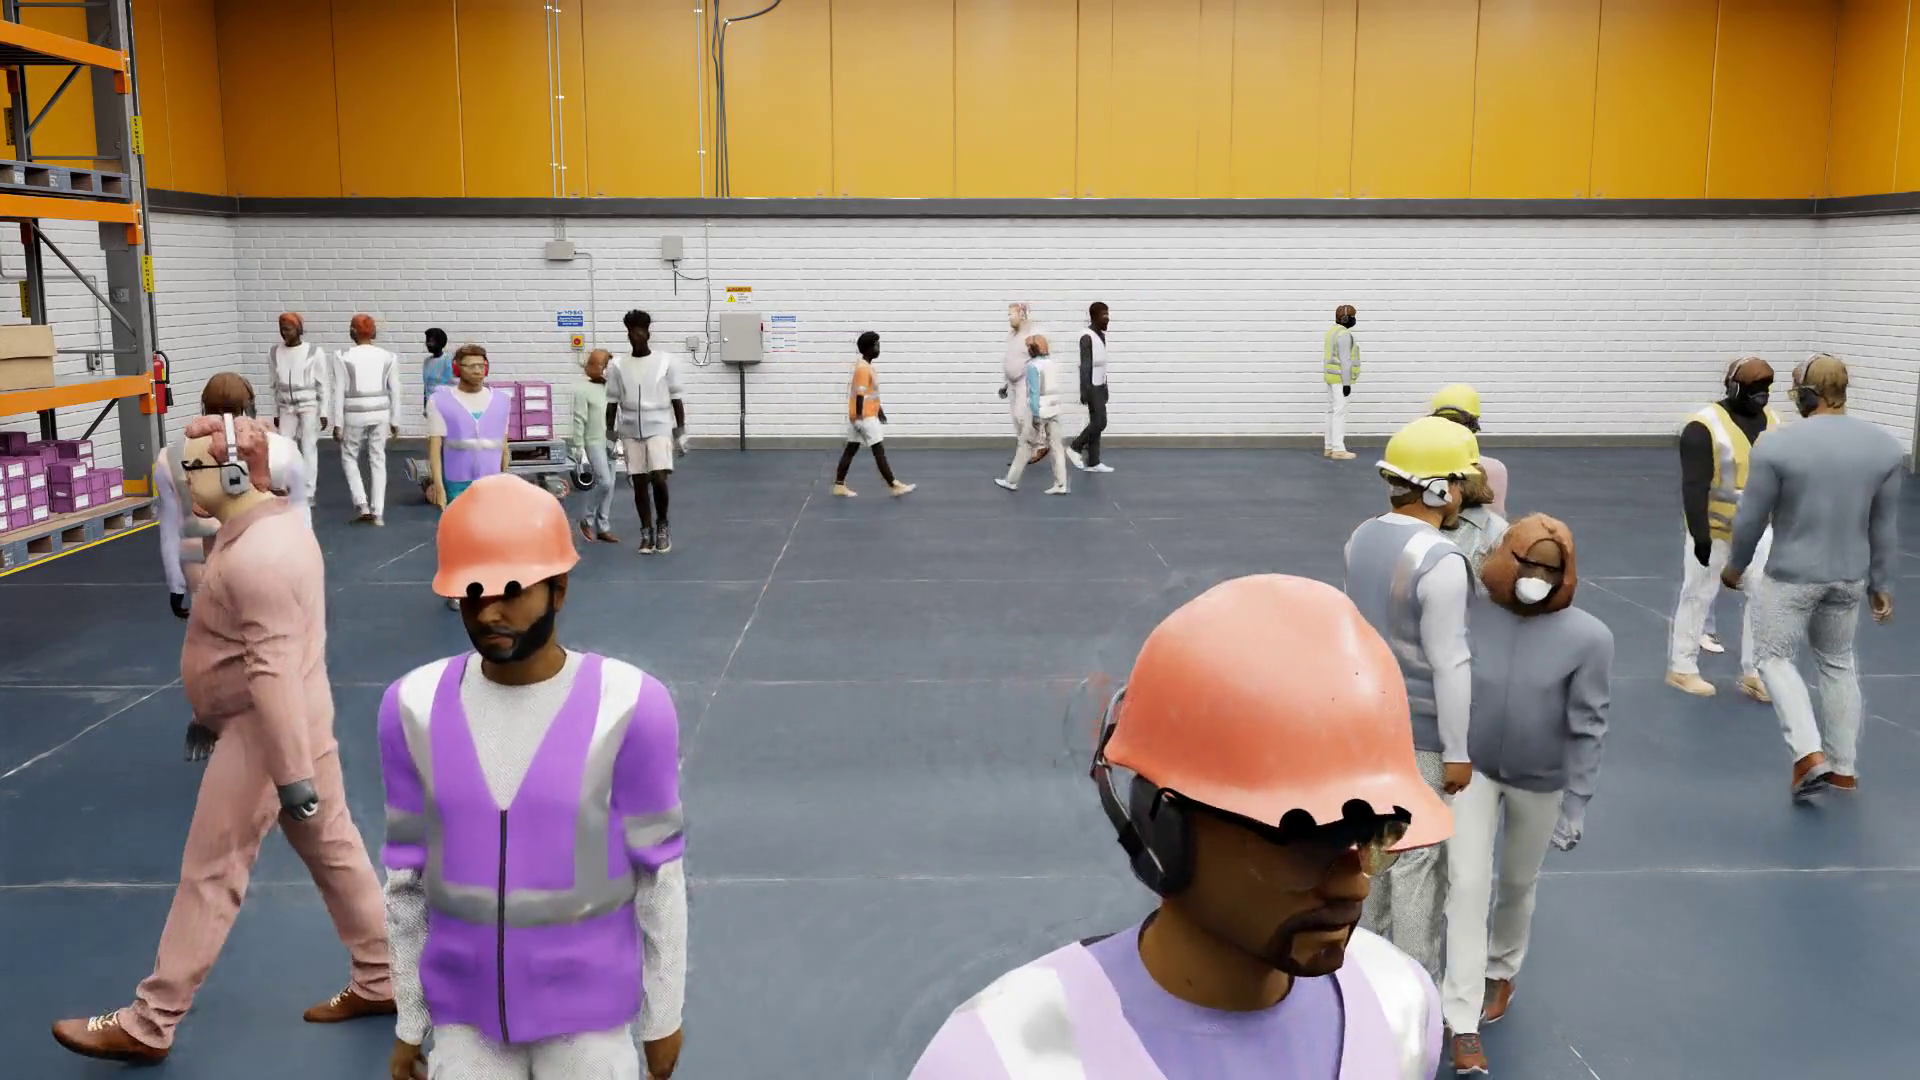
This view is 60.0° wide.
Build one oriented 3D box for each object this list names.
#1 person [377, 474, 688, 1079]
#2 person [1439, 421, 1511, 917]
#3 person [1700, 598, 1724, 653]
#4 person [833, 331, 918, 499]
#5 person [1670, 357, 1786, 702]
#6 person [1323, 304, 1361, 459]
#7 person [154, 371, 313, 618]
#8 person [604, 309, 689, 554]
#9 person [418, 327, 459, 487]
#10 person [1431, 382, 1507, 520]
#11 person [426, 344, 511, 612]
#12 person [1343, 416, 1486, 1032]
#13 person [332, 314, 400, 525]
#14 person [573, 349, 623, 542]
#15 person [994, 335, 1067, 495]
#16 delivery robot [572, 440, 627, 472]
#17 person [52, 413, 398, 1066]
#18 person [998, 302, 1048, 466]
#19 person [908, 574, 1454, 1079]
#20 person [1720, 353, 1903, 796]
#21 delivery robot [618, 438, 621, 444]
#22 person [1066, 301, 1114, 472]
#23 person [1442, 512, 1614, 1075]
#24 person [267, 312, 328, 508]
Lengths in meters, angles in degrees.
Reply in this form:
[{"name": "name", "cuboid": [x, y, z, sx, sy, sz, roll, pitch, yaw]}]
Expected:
[{"name": "person", "cuboid": [-0.766, 0.813, 3.108, 0.548, 1.921, 0.609, 1, 9, 5]}, {"name": "person", "cuboid": [1.686, 0.453, 5.845, 0.493, 1.743, 0.295, 8, 12, 40]}, {"name": "person", "cuboid": [4.541, -0.155, 9.631, 0.516, 1.731, 0.712, -1, 9, -5]}, {"name": "person", "cuboid": [-0.861, -1.214, 16.345, 0.874, 1.649, 0.552, -1, 9, -3]}, {"name": "person", "cuboid": [4.065, -0.041, 8.670, 0.690, 1.813, 0.727, -3, 10, -17]}, {"name": "person", "cuboid": [4.580, -1.892, 19.949, 0.429, 1.839, 0.637, 0, 9, -2]}, {"name": "person", "cuboid": [-3.179, 0.173, 7.332, 0.631, 1.827, 0.631, -3, 10, -17]}, {"name": "person", "cuboid": [-2.494, -0.842, 13.141, 0.650, 1.949, 0.478, 1, 9, 5]}, {"name": "person", "cuboid": [-5.419, -1.421, 17.584, 0.539, 1.671, 0.798, 8, 12, 40]}, {"name": "person", "cuboid": [2.264, 0.157, 7.594, 0.554, 1.750, 0.489, 8, 12, 40]}, {"name": "person", "cuboid": [-3.147, -0.368, 10.748, 0.577, 1.795, 1.005, -7, 11, -35]}, {"name": "person", "cuboid": [1.376, 0.545, 5.003, 0.404, 1.834, 0.589, -3, 10, -15]}, {"name": "person", "cuboid": [-5.273, -1.061, 14.736, 0.621, 1.868, 0.470, -7, 12, -37]}, {"name": "person", "cuboid": [-2.933, -0.766, 13.712, 0.352, 1.619, 0.501, 5, 11, 30]}, {"name": "person", "cuboid": [0.750, -1.259, 16.772, 0.854, 1.593, 0.519, 7, 11, 35]}, {"name": "delivery robot", "cuboid": [-3.654, -0.858, 17.227, 0.707, 0.478, 0.477, -2, 9, -15]}, {"name": "person", "cuboid": [-2.103, 0.568, 4.801, 0.963, 1.858, 0.644, -2, 9, -13]}, {"name": "person", "cuboid": [0.699, -1.784, 19.134, 0.416, 1.887, 0.660, -5, 11, -30]}, {"name": "person", "cuboid": [0.184, 1.002, 1.686, 0.601, 2.018, 0.949, -5, 10, -26]}, {"name": "person", "cuboid": [3.644, 0.166, 7.073, 0.639, 1.913, 0.570, -1, 9, -4]}, {"name": "delivery robot", "cuboid": [-3.523, -0.945, 17.763, 0.707, 0.478, 0.477, 2, 9, 10]}, {"name": "person", "cuboid": [1.497, -1.699, 18.530, 0.453, 1.905, 0.618, 4, 10, 21]}, {"name": "person", "cuboid": [1.560, 0.703, 4.755, 0.520, 1.585, 0.796, 4, 10, 21]}, {"name": "person", "cuboid": [-6.263, -1.230, 15.797, 0.582, 1.871, 0.465, 1, 9, 4]}]
